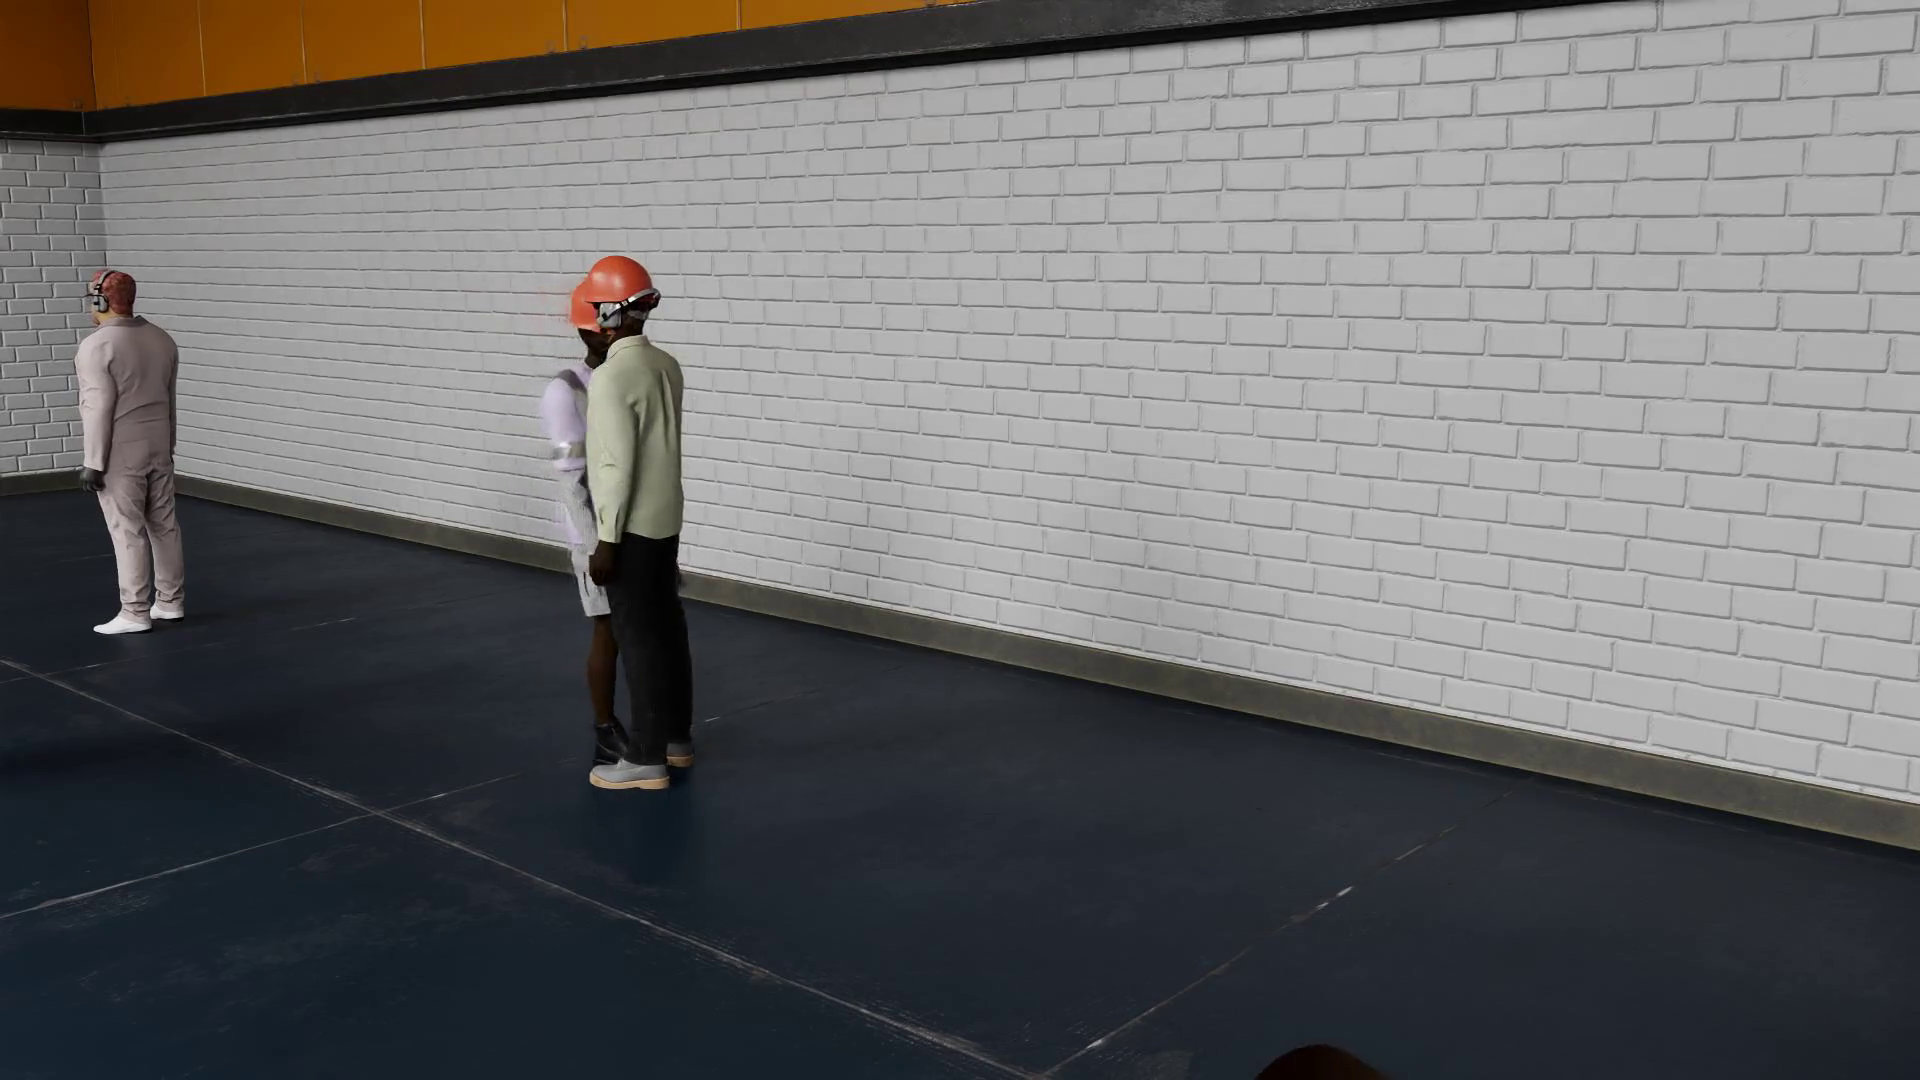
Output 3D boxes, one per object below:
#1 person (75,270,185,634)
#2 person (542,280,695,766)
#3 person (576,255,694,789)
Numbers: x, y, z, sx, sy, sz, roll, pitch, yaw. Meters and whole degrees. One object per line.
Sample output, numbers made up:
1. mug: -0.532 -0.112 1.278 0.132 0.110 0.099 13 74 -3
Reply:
1. person: -4.399 -0.459 8.771 0.406 1.911 0.639 2 10 13
2. person: -1.285 -0.045 6.378 0.455 1.918 0.567 6 12 31
3. person: -1.233 -0.061 6.261 0.396 1.992 0.623 2 10 13
